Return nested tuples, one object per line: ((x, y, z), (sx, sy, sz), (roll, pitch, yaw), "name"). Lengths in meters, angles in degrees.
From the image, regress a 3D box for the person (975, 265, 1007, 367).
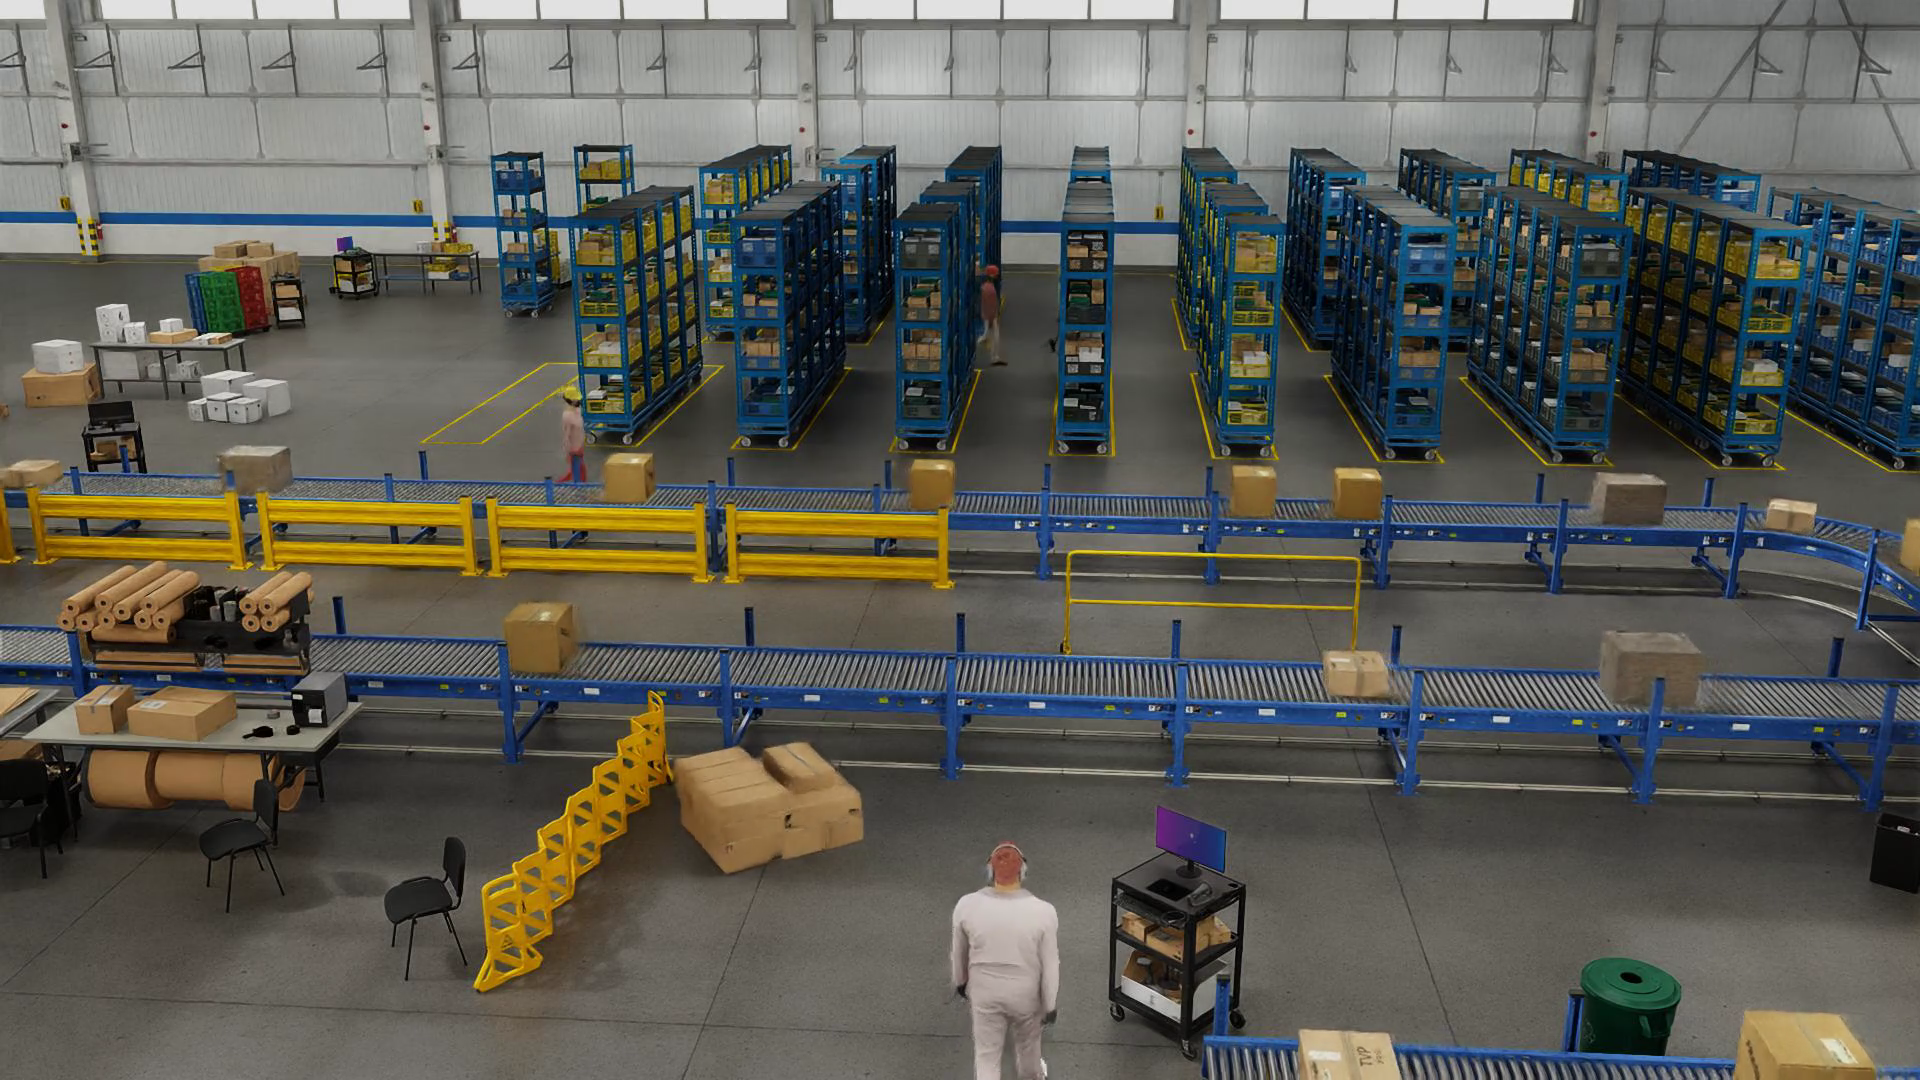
((0.489, -4.304, 31.985), (0.765, 1.977, 0.611), (-3, 18, -9), "person")

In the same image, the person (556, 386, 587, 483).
((-5.322, -1.257, 22.702), (0.746, 1.744, 0.527), (2, 18, 6), "person")

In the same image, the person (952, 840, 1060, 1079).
((0.289, 2.662, 10.043), (0.672, 1.868, 0.818), (4, 18, 12), "person")

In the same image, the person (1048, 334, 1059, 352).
((2.119, -4.532, 32.981), (0.699, 1.809, 0.600), (5, 18, 15), "person")
